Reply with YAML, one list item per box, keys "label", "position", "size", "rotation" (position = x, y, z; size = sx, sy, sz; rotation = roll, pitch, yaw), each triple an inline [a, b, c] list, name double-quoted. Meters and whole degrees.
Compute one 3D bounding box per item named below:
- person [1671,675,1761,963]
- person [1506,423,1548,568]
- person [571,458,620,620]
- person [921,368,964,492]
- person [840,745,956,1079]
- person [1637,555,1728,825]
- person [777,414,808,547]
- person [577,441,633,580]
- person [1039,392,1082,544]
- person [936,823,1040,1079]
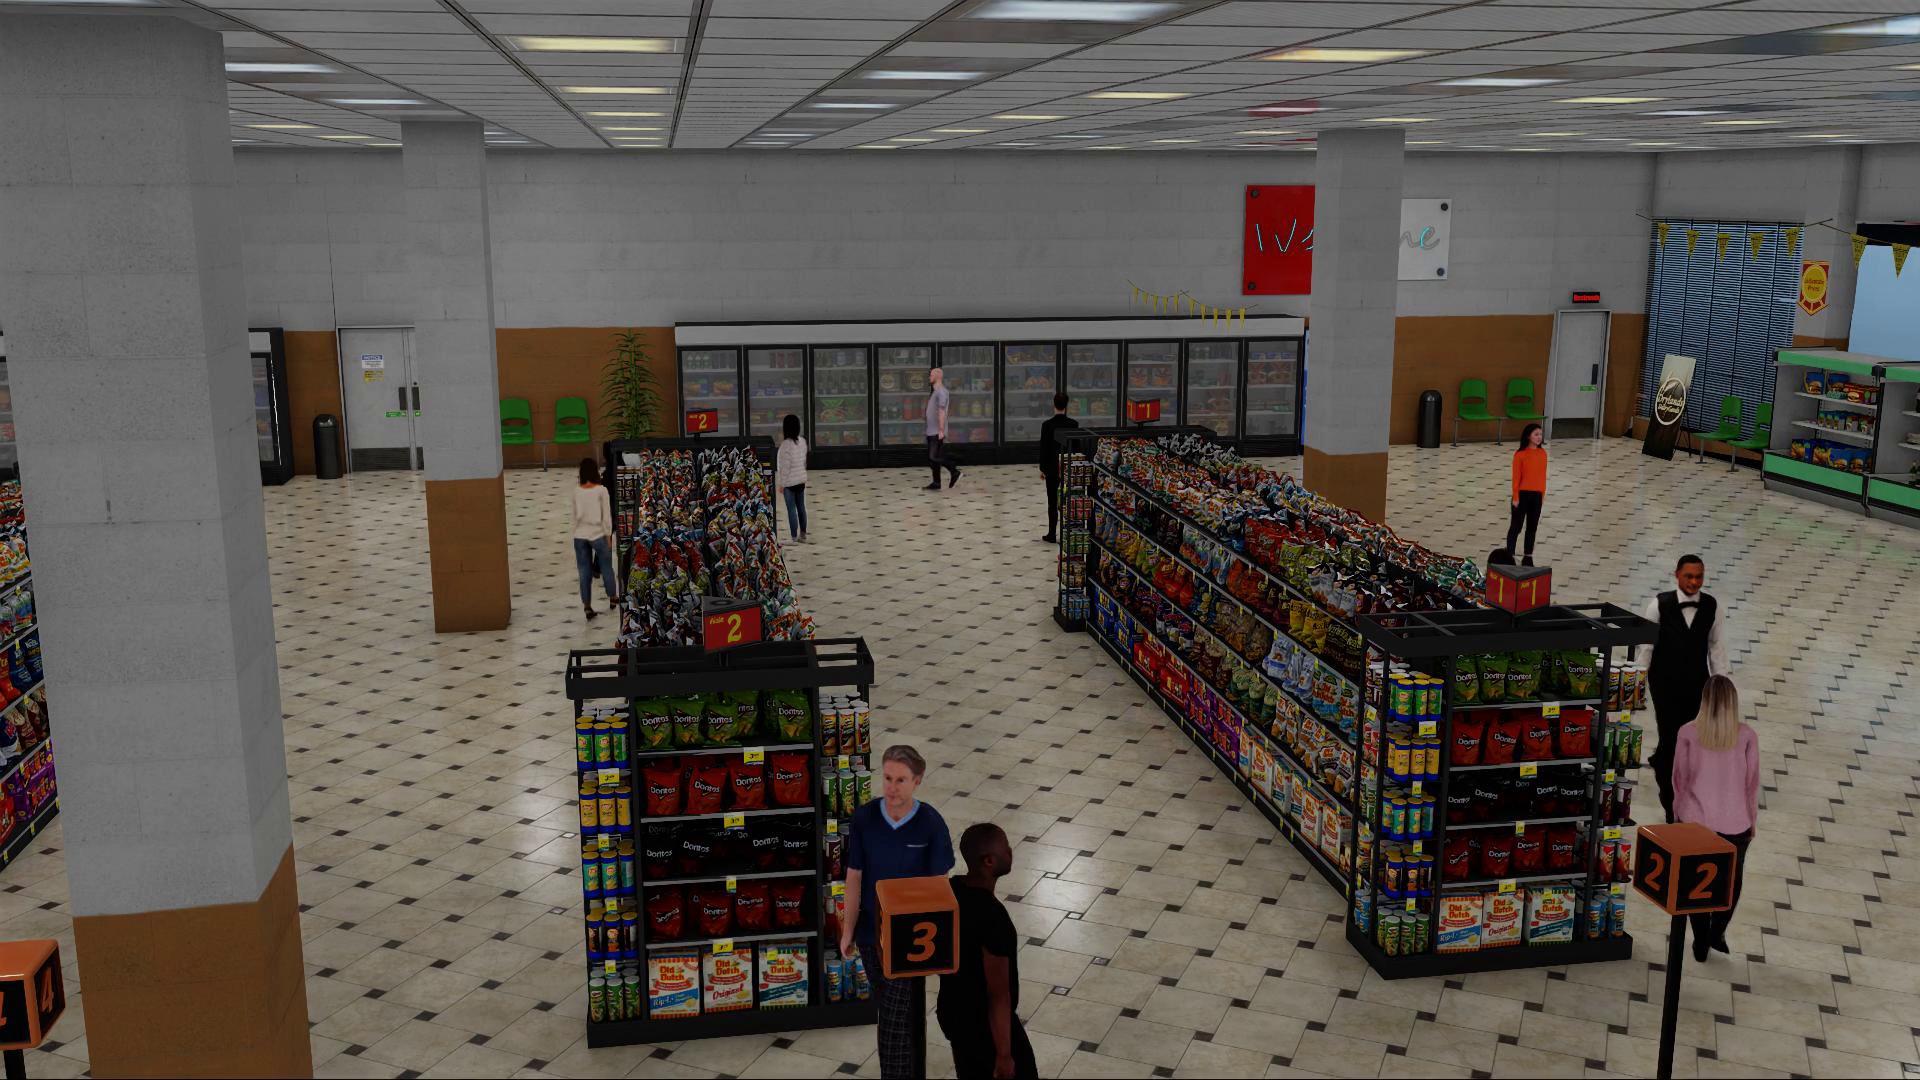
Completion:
- label: "person"
  position: [4.275, 1.612, 9.442]
  size: [0.747, 1.674, 0.792]
  rotation: [6, 13, 28]
- label: "person"
  position: [6.554, -0.489, 19.243]
  size: [0.653, 1.749, 0.602]
  rotation: [-4, 13, -19]
- label: "person"
  position: [-3.820, 0.003, 17.109]
  size: [0.844, 1.664, 0.992]
  rotation: [3, 12, 14]
- label: "person"
  position: [-0.247, -1.588, 24.288]
  size: [0.738, 1.820, 0.741]
  rotation: [-2, 12, -11]
- label: "person"
  position: [-0.290, 1.851, 7.928]
  size: [1.059, 1.832, 1.273]
  rotation: [5, 13, 21]
- label: "person"
  position: [5.076, 1.008, 11.800]
  size: [1.032, 1.885, 1.382]
  rotation: [2, 12, 8]
- label: "person"
  position: [-2.081, -0.752, 20.763]
  size: [0.767, 1.636, 0.696]
  rotation: [7, 14, 31]
- label: "person"
  position: [-3.802, -0.325, 18.837]
  size: [0.865, 1.594, 0.931]
  rotation: [-5, 13, -24]
- label: "person"
  position: [1.259, -0.910, 20.889]
  size: [0.699, 1.894, 0.618]
  rotation: [-3, 12, -14]
- label: "person"
  position: [0.016, 2.067, 6.948]
  size: [0.816, 1.813, 0.703]
  rotation: [-5, 13, -24]
